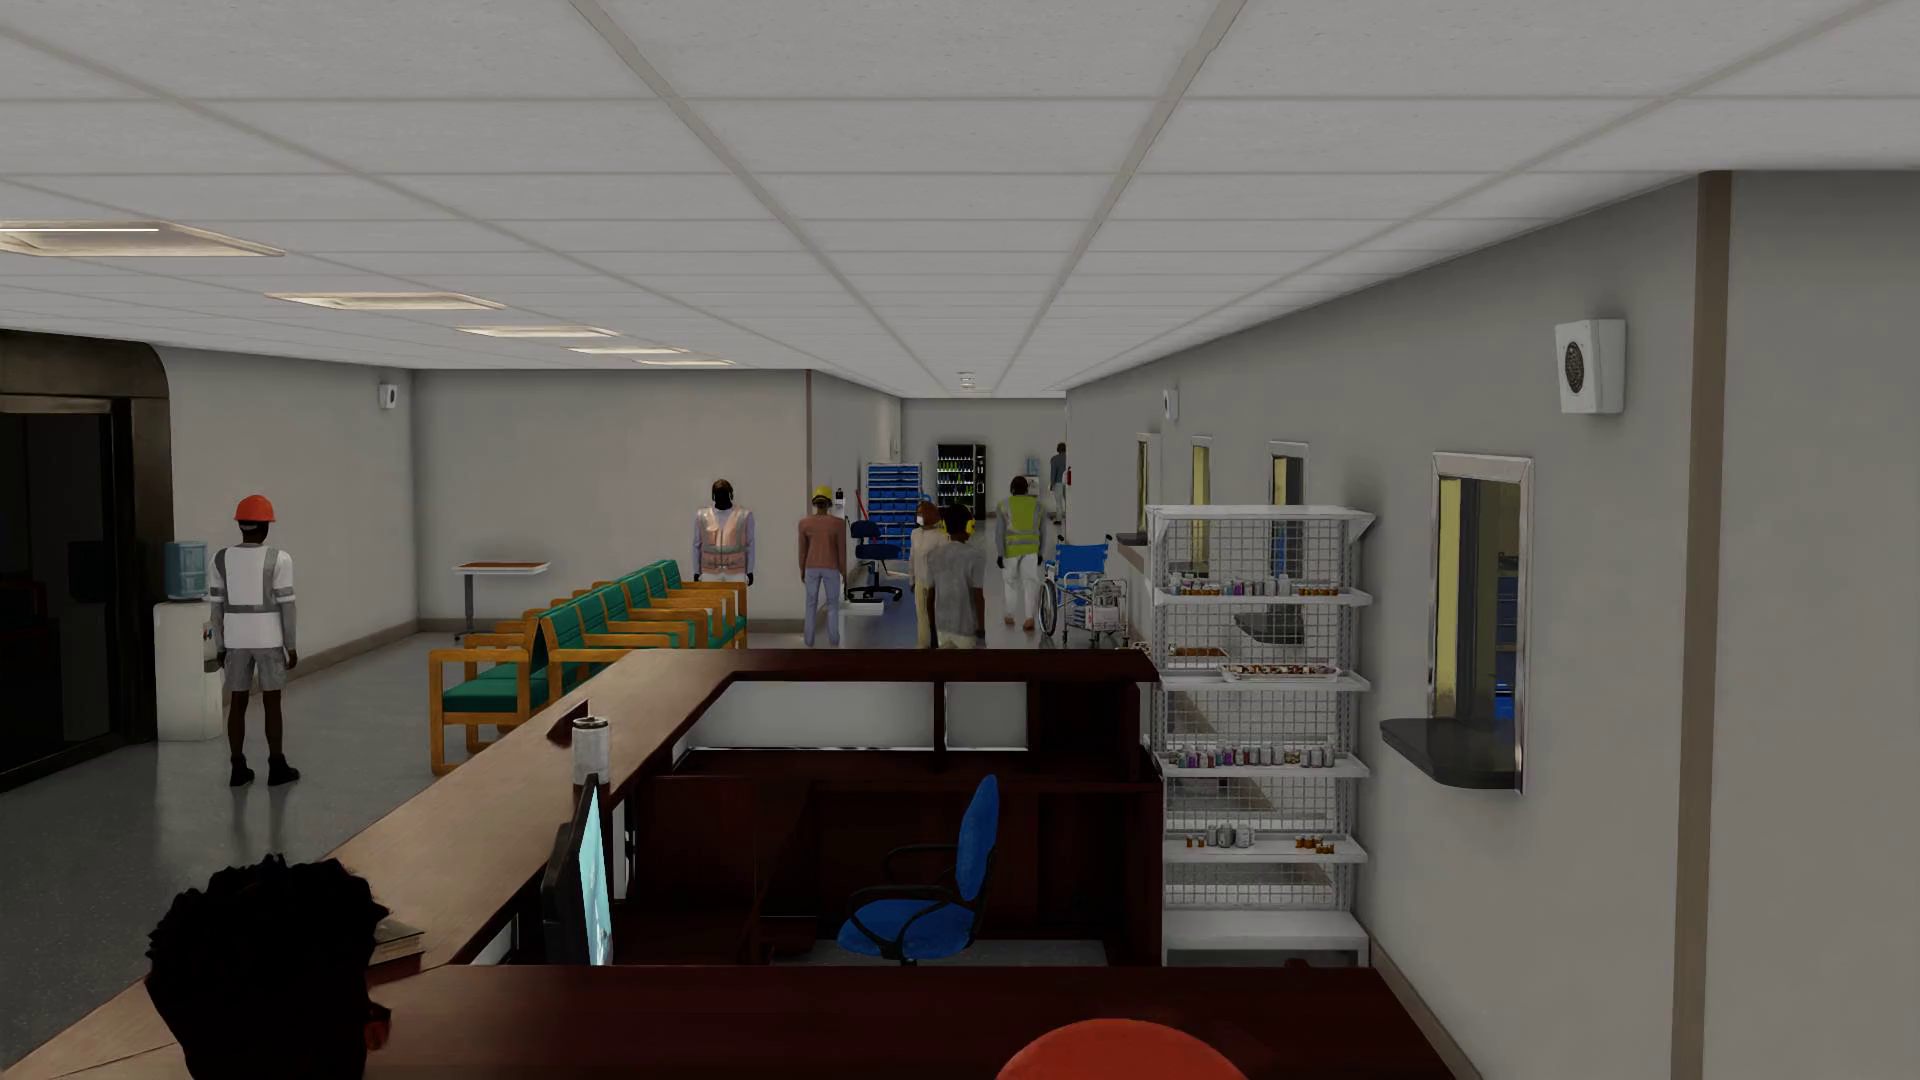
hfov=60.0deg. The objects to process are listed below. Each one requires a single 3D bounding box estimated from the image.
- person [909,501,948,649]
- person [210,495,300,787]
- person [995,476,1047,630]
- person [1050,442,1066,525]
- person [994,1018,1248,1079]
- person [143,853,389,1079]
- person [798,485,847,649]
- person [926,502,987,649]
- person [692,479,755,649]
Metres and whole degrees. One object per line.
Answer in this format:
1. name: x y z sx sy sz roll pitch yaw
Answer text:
1. person: -0.317 0.426 16.511 0.501 1.633 0.284 4 6 44
2. person: -4.674 0.667 11.062 0.551 1.933 0.378 0 4 -1
3. person: 0.720 0.145 19.446 0.634 1.789 0.975 -1 4 -9
4. person: 2.389 -1.312 38.807 0.635 1.936 0.353 -2 4 -23
5. person: 0.232 1.352 1.393 0.961 1.931 0.639 -3 5 -37
6. person: -0.720 1.313 1.771 0.609 1.963 0.369 -1 4 -10
7. person: -1.430 0.309 17.339 0.522 1.760 0.343 1 4 11
8. person: 0.034 0.658 11.800 0.562 1.841 0.769 2 5 30
9. person: -2.378 0.310 16.712 0.636 1.842 0.429 0 4 -2
